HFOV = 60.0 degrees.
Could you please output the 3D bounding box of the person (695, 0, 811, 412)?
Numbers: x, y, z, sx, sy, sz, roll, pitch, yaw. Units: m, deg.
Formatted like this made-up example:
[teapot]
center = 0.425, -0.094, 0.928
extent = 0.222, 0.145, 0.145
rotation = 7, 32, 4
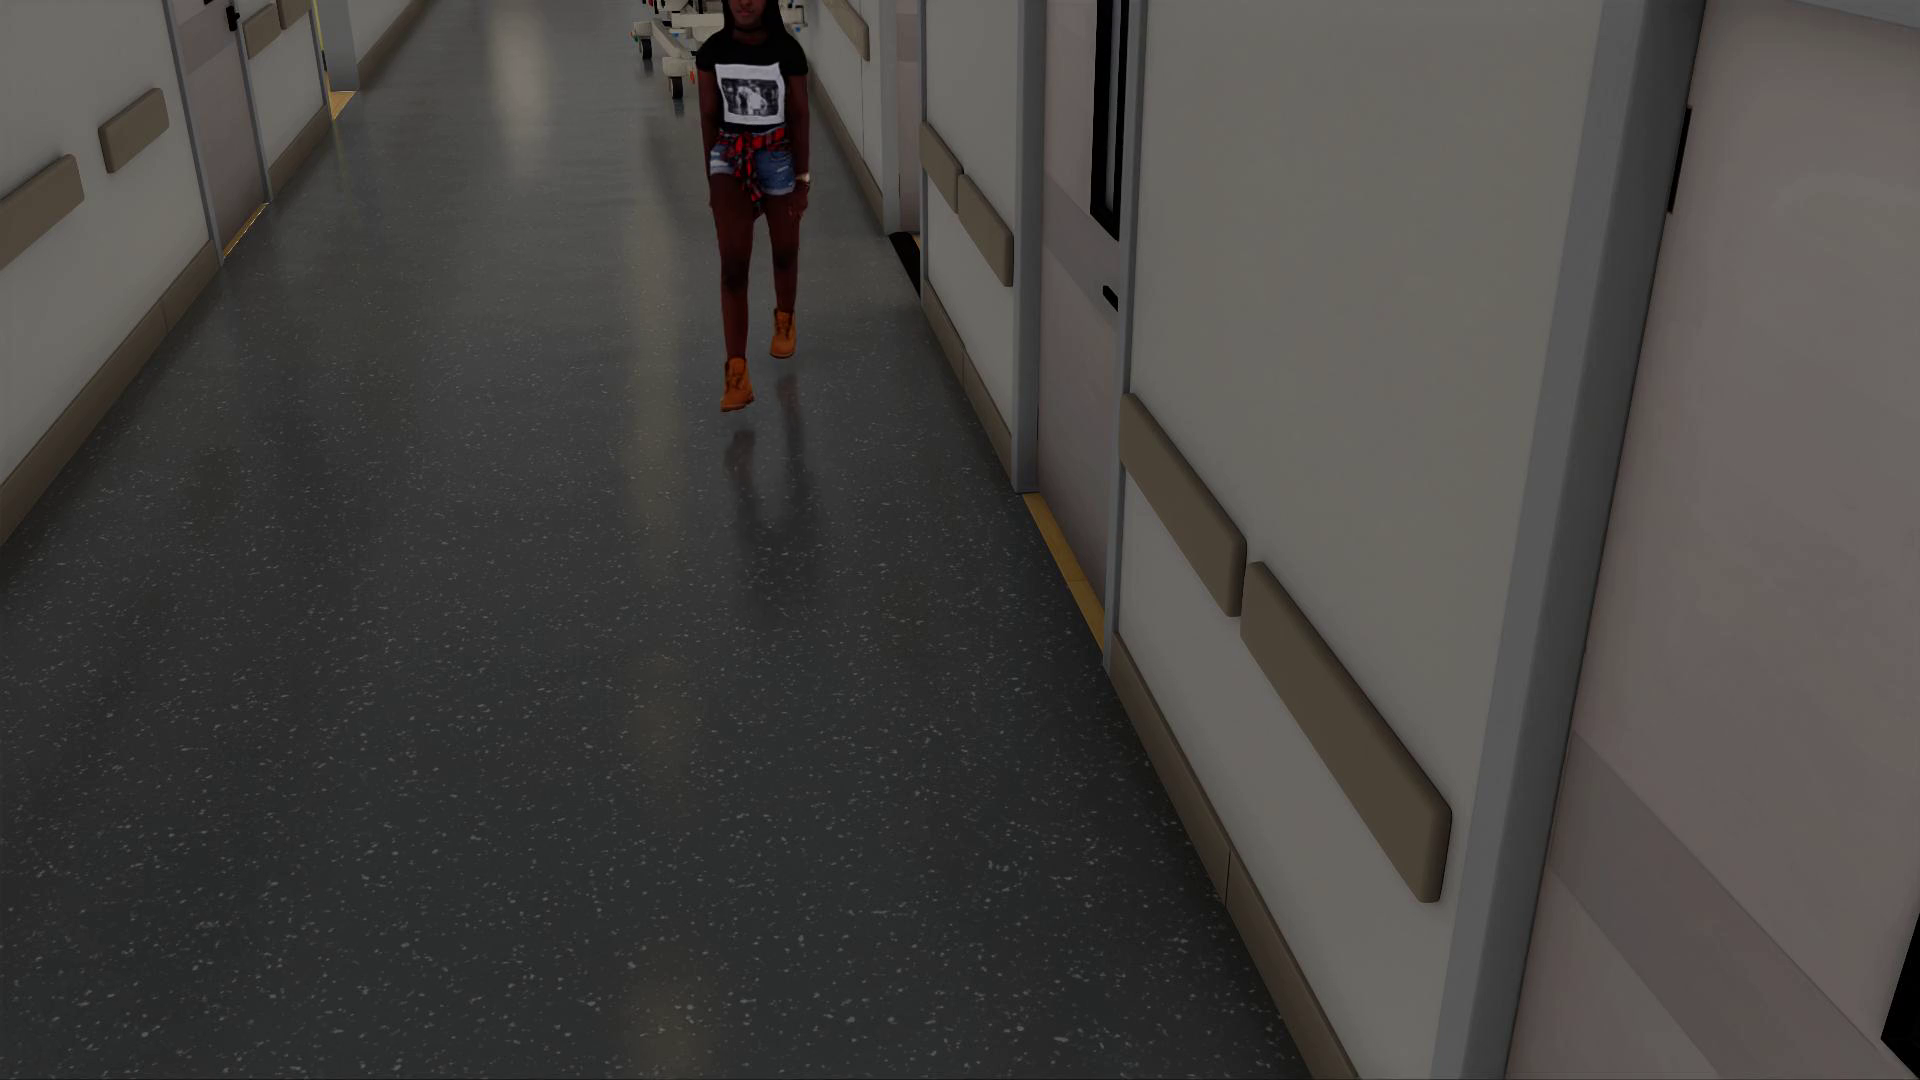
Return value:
[person]
center = -0.784, -1.423, 6.691
extent = 1.196, 1.663, 0.801
rotation = 0, 26, 1
